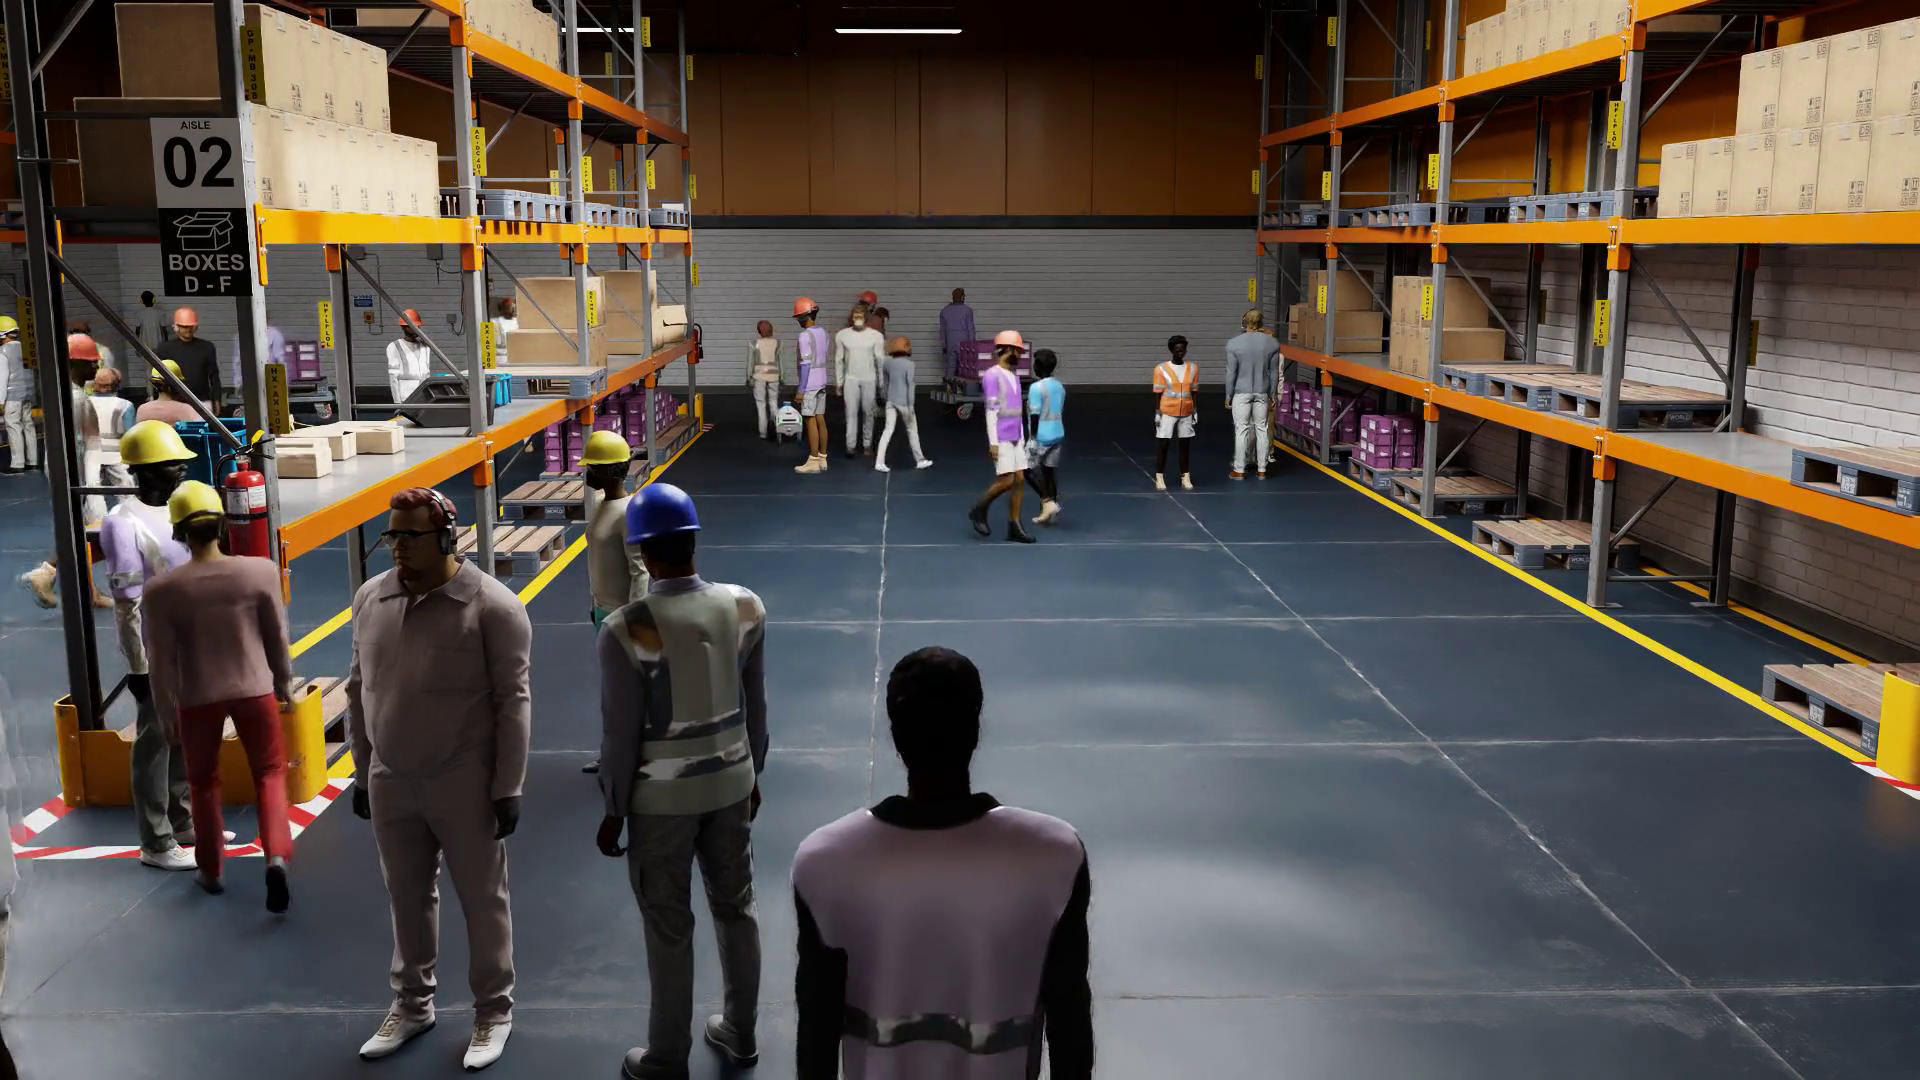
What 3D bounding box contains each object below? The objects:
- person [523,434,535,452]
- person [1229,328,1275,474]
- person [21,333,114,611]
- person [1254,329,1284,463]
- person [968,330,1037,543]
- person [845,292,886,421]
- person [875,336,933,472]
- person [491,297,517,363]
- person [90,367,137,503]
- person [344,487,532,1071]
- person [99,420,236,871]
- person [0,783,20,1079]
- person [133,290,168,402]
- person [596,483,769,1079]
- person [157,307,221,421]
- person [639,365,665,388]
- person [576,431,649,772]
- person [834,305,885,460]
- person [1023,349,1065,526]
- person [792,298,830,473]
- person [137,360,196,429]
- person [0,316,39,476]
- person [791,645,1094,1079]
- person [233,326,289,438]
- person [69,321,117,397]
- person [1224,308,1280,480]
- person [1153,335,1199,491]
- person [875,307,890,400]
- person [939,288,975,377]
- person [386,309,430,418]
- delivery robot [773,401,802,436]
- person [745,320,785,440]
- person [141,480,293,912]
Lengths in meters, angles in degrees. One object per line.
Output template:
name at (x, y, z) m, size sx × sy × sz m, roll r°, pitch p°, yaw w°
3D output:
person at (-5.412, -2.041, 21.298) m, size 0.626 × 1.837 × 0.429 m, roll -7°, pitch 12°, yaw -35°
person at (3.346, -1.673, 19.378) m, size 0.668 × 1.802 × 0.637 m, roll -6°, pitch 12°, yaw -30°
person at (-6.375, -0.455, 11.910) m, size 0.631 × 2.029 × 0.620 m, roll -8°, pitch 13°, yaw -37°
person at (3.698, -1.747, 20.238) m, size 0.496 × 1.629 × 0.277 m, roll -1°, pitch 10°, yaw -6°
person at (0.412, -0.913, 14.824) m, size 0.565 × 1.897 × 0.587 m, roll 6°, pitch 12°, yaw 31°
person at (-1.433, -2.760, 25.057) m, size 0.587 × 1.937 × 1.067 m, roll 9°, pitch 13°, yaw 40°
person at (-0.706, -1.598, 19.522) m, size 0.505 × 1.583 × 0.869 m, roll 8°, pitch 13°, yaw 38°
person at (-6.490, -2.586, 24.224) m, size 0.772 × 1.859 × 0.594 m, roll 9°, pitch 13°, yaw 40°
person at (-7.232, -0.652, 14.140) m, size 0.518 × 1.614 × 0.379 m, roll 0°, pitch 10°, yaw -2°
person at (-1.713, 0.773, 5.414) m, size 0.639 × 1.908 × 0.409 m, roll 2°, pitch 10°, yaw 13°
person at (-3.421, 0.446, 7.169) m, size 0.355 × 1.930 × 0.593 m, roll 0°, pitch 10°, yaw 1°
person at (-2.748, 0.944, 4.391) m, size 0.520 × 1.929 × 0.648 m, roll -1°, pitch 10°, yaw -5°
person at (-13.557, -3.243, 27.904) m, size 0.518 × 1.865 × 0.323 m, roll -6°, pitch 12°, yaw -29°
person at (-0.876, 0.784, 5.265) m, size 0.602 × 1.938 × 0.403 m, roll -9°, pitch 13°, yaw -41°
person at (-8.324, -1.521, 17.986) m, size 0.634 × 1.982 × 0.492 m, roll -7°, pitch 12°, yaw -33°
person at (-4.642, -2.735, 24.868) m, size 0.355 × 1.939 × 0.543 m, roll 9°, pitch 14°, yaw 41°
person at (-1.709, 0.340, 8.217) m, size 0.312 × 1.767 × 0.533 m, roll -7°, pitch 12°, yaw -33°
person at (-1.238, -1.953, 20.656) m, size 0.652 × 1.891 × 0.929 m, roll 0°, pitch 10°, yaw -1°
person at (0.784, -0.959, 15.673) m, size 0.368 × 1.680 × 0.553 m, roll 7°, pitch 12°, yaw 35°
person at (-1.755, -1.792, 19.351) m, size 0.391 × 2.034 × 0.605 m, roll 4°, pitch 11°, yaw 20°
person at (-6.152, -0.523, 13.023) m, size 0.523 × 1.769 × 0.314 m, roll 2°, pitch 10°, yaw 10°
person at (-10.902, -1.657, 19.156) m, size 0.404 × 1.833 × 0.589 m, roll 1°, pitch 10°, yaw 5°
person at (-0.037, 1.159, 3.274) m, size 0.597 × 1.902 × 0.691 m, roll 1°, pitch 10°, yaw 6°
person at (-8.557, -1.905, 20.289) m, size 0.650 × 1.917 × 0.524 m, roll 1°, pitch 10°, yaw 8°
person at (-9.936, -1.596, 18.923) m, size 0.645 × 1.808 × 0.933 m, roll -1°, pitch 10°, yaw -5°
person at (3.278, -1.635, 18.739) m, size 0.630 × 1.940 × 0.372 m, roll -1°, pitch 10°, yaw -7°
person at (2.330, -1.369, 17.961) m, size 0.534 × 1.688 × 0.320 m, roll -3°, pitch 11°, yaw -15°
person at (-1.374, -3.129, 28.035) m, size 0.748 × 1.574 × 0.513 m, roll 3°, pitch 11°, yaw 17°
person at (-0.013, -3.283, 28.007) m, size 0.636 × 1.911 × 0.404 m, roll 6°, pitch 12°, yaw 29°
person at (-6.092, -1.601, 18.550) m, size 0.360 × 1.939 × 0.543 m, roll 6°, pitch 12°, yaw 32°
delivery robot at (-2.297, -1.602, 22.152) m, size 0.477 × 0.478 × 0.707 m, roll -2°, pitch 10°, yaw -10°
person at (-2.650, -2.173, 22.626) m, size 0.522 × 1.625 × 0.394 m, roll -4°, pitch 11°, yaw -22°
person at (-2.948, 0.627, 6.663) m, size 0.549 × 1.745 × 0.714 m, roll -5°, pitch 12°, yaw -28°
